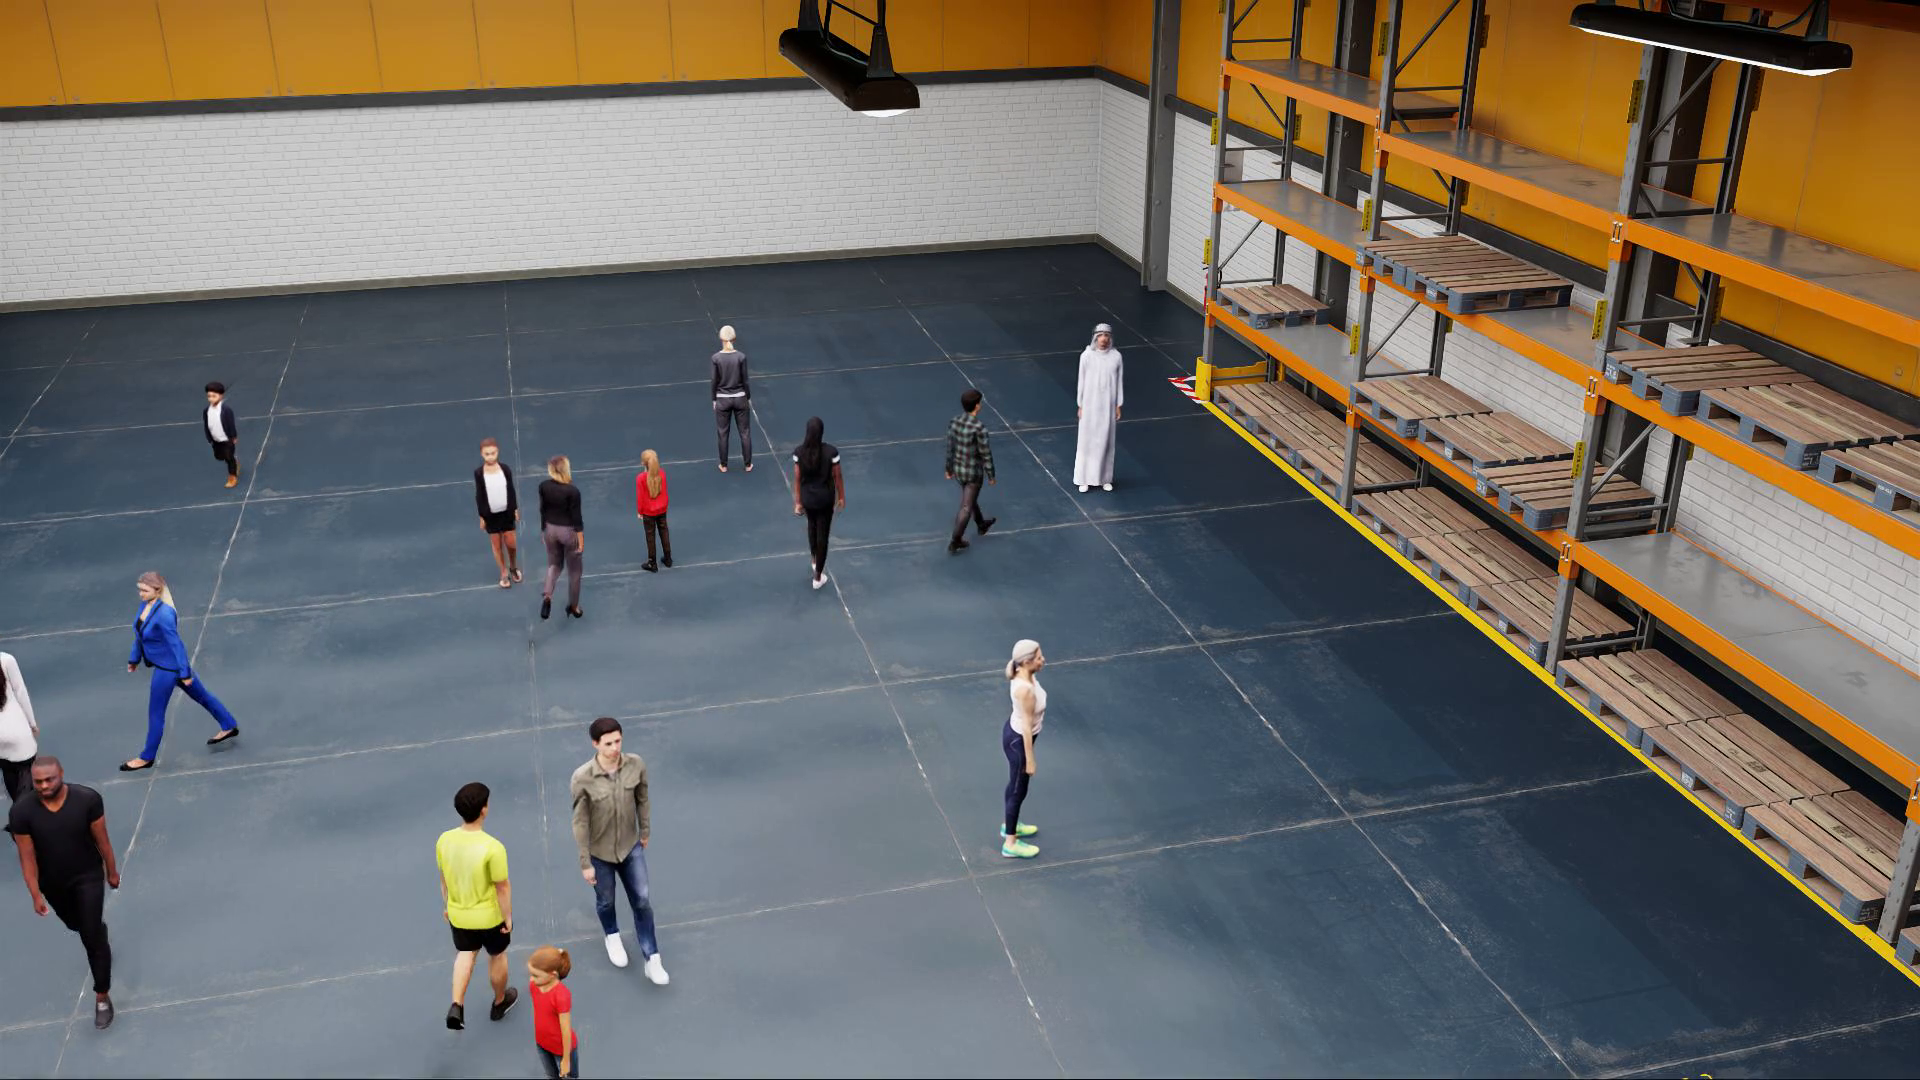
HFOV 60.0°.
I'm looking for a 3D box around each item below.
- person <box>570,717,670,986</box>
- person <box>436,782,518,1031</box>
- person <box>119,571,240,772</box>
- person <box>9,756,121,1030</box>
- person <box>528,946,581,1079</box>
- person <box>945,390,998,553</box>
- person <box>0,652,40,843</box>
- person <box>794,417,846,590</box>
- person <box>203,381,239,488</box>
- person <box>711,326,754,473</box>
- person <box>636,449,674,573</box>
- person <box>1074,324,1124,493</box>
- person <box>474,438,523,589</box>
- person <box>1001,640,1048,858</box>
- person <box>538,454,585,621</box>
[{"bbox_3d":[-2.290,1.959,10.813,0.857,1.840,1.068,-12,26,-26],"label":"person"},{"bbox_3d":[-2.998,2.305,10.206,0.827,1.693,0.951,4,24,9],"label":"person"},{"bbox_3d":[-6.196,0.993,13.270,0.996,1.643,1.186,-17,29,-33],"label":"person"},{"bbox_3d":[-5.614,2.114,10.531,0.720,1.783,1.210,-8,25,-17],"label":"person"},{"bbox_3d":[-2.277,2.847,9.446,0.566,1.308,0.641,17,29,34],"label":"person"},{"bbox_3d":[0.038,-0.685,17.041,1.127,1.682,1.074,21,31,40],"label":"person"},{"bbox_3d":[-6.986,1.437,12.073,0.616,1.787,0.935,-5,24,-11],"label":"person"},{"bbox_3d":[-1.400,-0.339,16.235,0.828,1.709,0.966,5,24,11],"label":"person"},{"bbox_3d":[-8.346,-1.223,18.872,0.619,1.216,0.744,1,24,2],"label":"person"},{"bbox_3d":[-2.630,-1.628,19.166,0.634,1.724,0.572,-2,24,-5],"label":"person"},{"bbox_3d":[-3.074,-0.309,16.699,0.574,1.281,0.609,-19,30,-37],"label":"person"},{"bbox_3d":[1.558,-1.491,18.601,0.724,1.925,0.670,-3,24,-7],"label":"person"},{"bbox_3d":[-4.547,-0.295,16.338,0.525,1.545,0.556,-7,24,-15],"label":"person"},{"bbox_3d":[0.434,1.485,12.075,0.698,1.698,0.553,0,24,-1],"label":"person"},{"bbox_3d":[-3.732,0.035,15.448,0.841,1.654,0.935,9,25,20],"label":"person"}]
